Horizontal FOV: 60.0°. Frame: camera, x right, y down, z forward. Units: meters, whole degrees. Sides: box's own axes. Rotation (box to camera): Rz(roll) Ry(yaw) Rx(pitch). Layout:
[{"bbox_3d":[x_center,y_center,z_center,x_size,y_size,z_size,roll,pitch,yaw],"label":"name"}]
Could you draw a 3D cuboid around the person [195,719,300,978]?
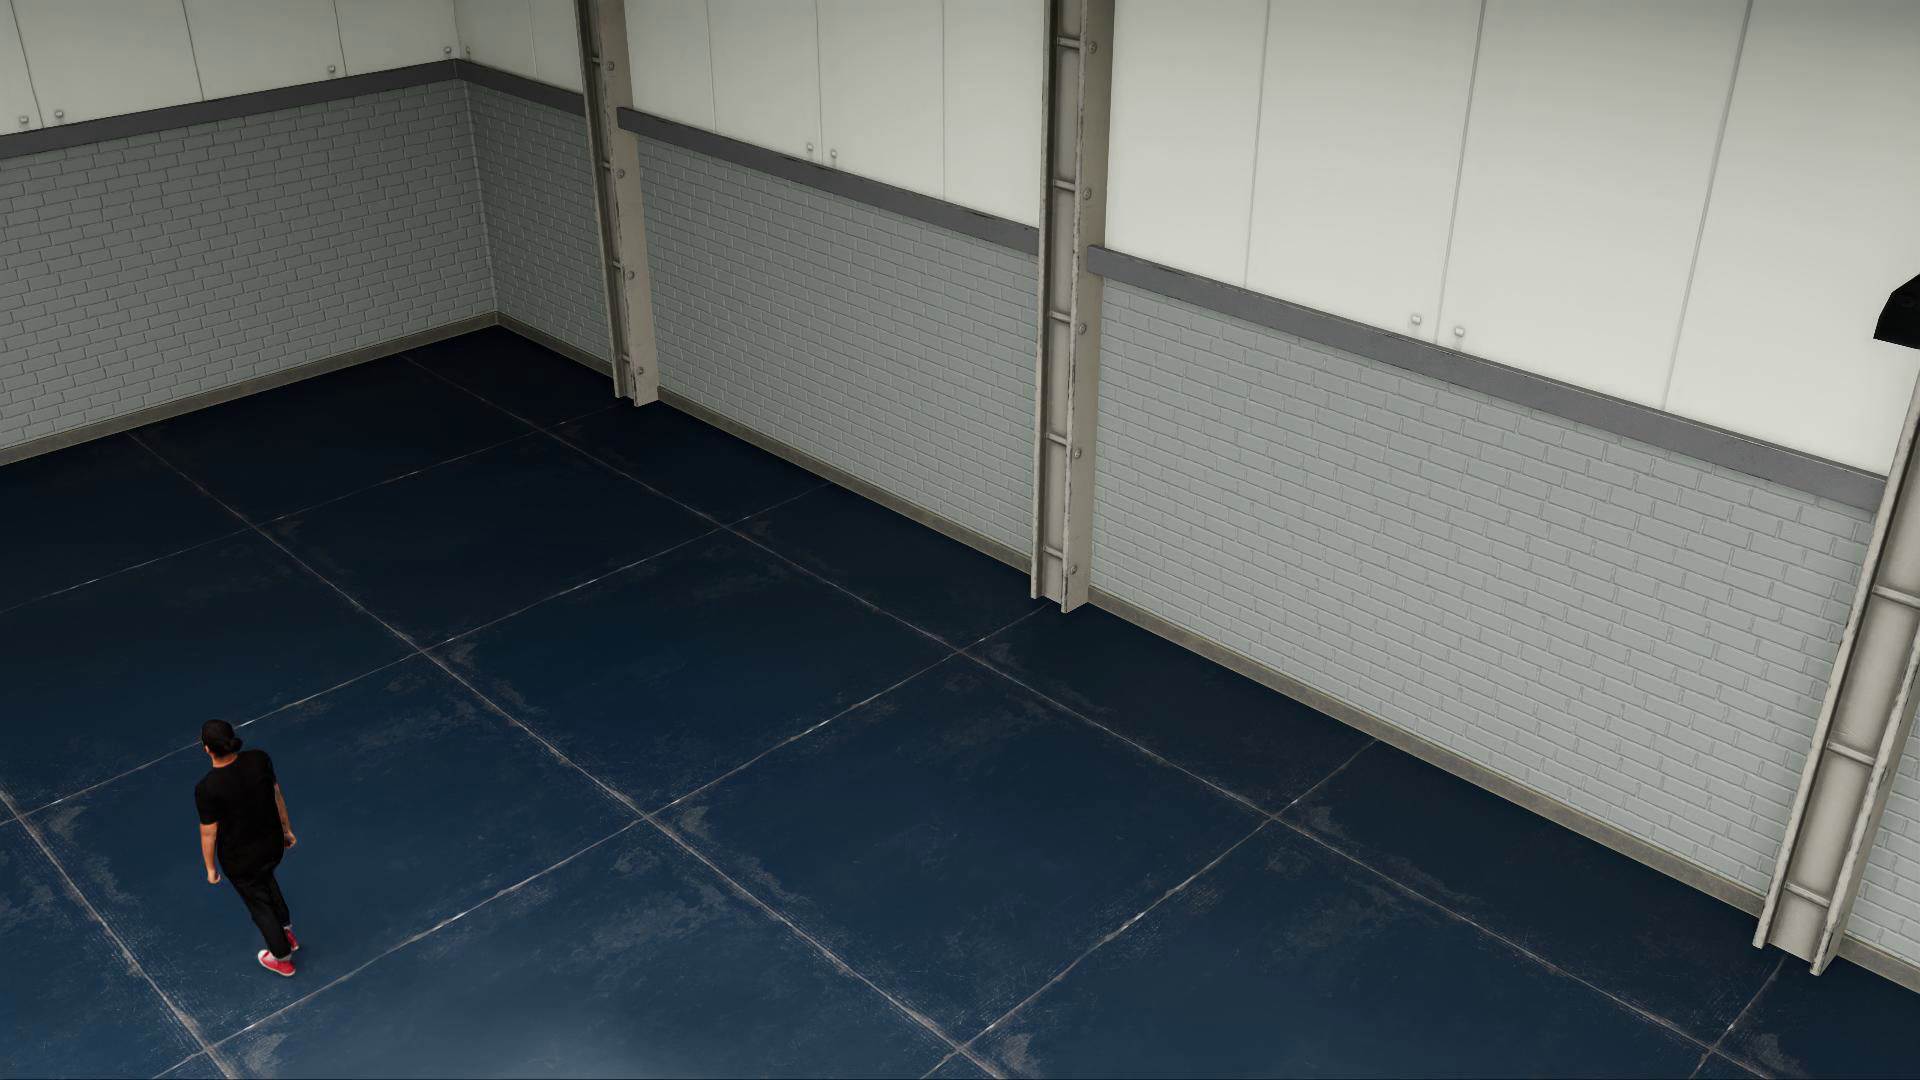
[{"bbox_3d":[-4.004,1.792,9.529,0.697,1.750,0.721,15,32,26],"label":"person"}]
